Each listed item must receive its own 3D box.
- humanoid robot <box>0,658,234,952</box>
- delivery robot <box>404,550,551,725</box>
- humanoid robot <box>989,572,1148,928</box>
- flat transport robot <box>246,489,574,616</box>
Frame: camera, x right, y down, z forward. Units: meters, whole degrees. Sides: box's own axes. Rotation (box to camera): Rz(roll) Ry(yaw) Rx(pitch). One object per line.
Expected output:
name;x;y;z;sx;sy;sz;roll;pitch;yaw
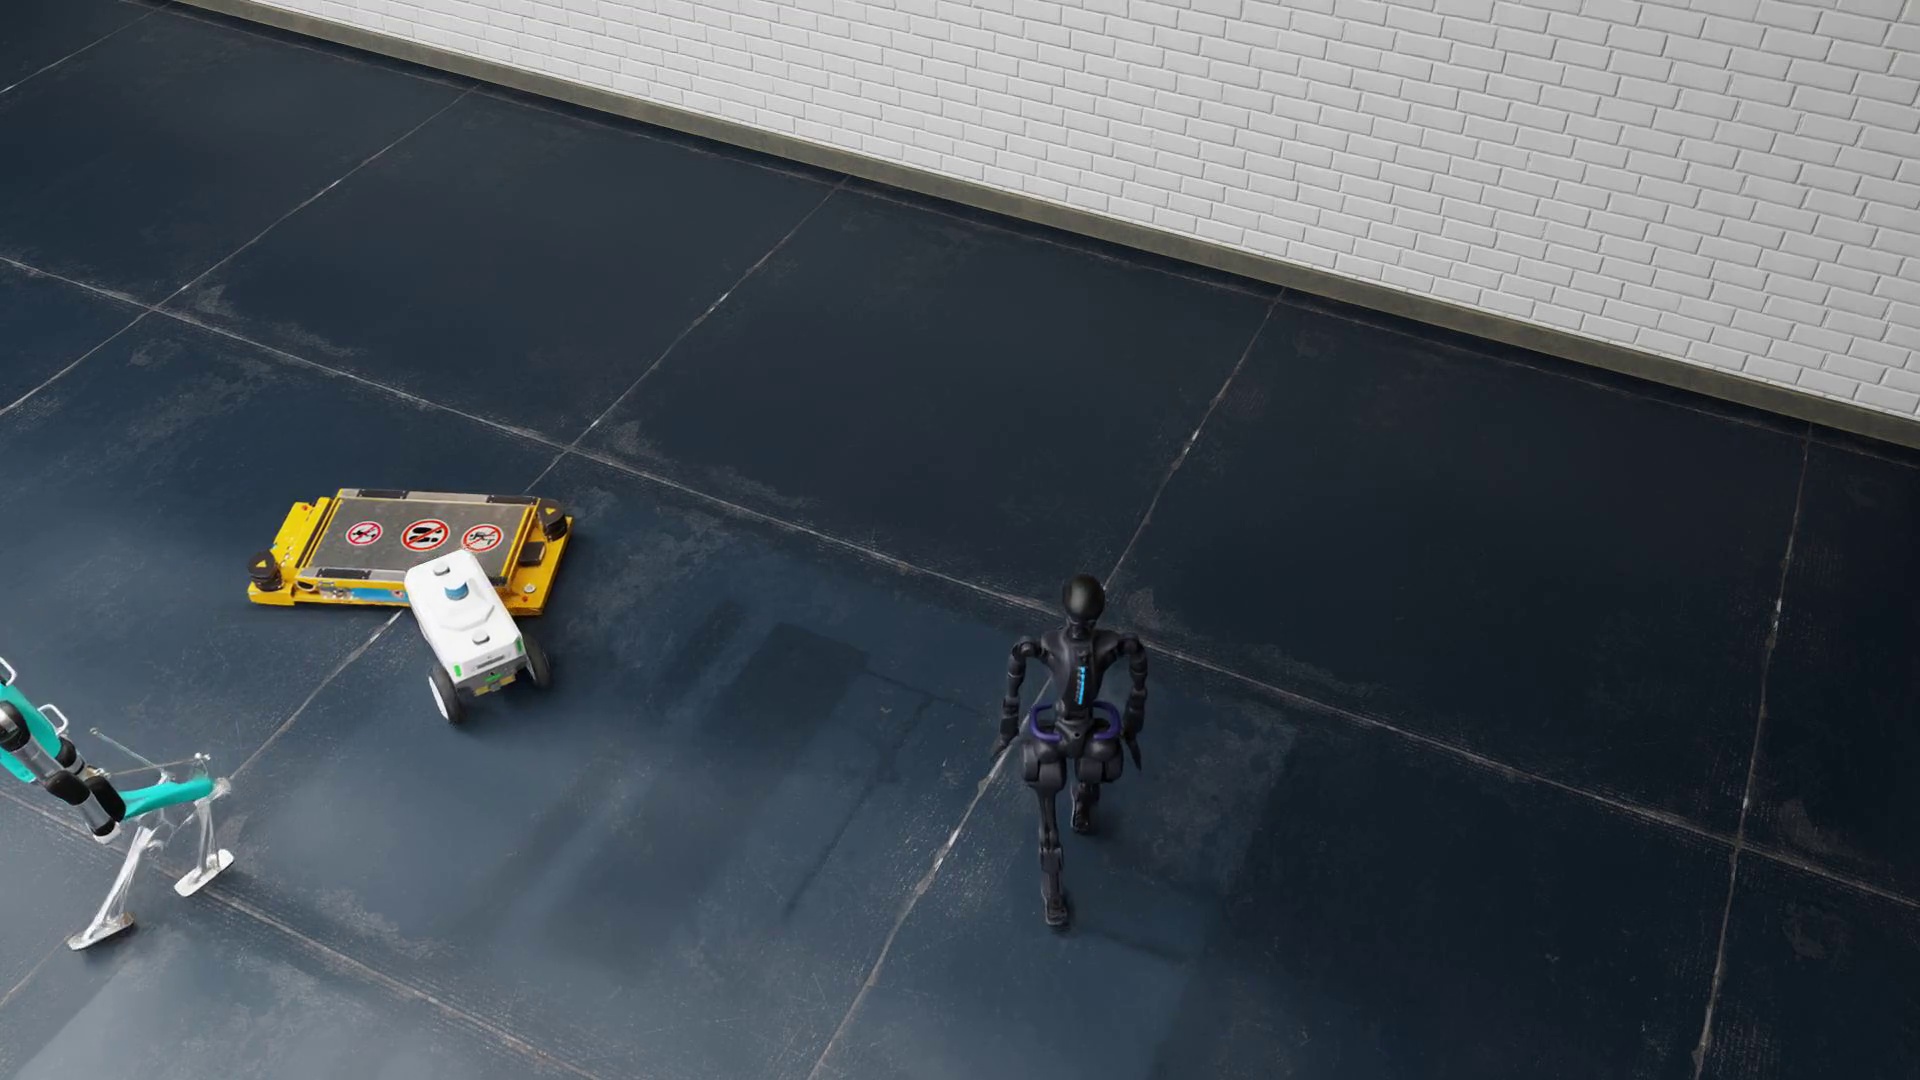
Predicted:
humanoid robot;-3.182;0.843;6.265;0.535;1.758;0.900;32;52;30
delivery robot;-2.244;0.418;7.605;0.499;0.610;0.814;-23;48;-23
humanoid robot;0.414;0.746;6.437;0.599;1.631;0.741;-2;43;-2
flat transport robot;-2.694;0.058;8.193;1.431;0.231;0.659;3;43;3
